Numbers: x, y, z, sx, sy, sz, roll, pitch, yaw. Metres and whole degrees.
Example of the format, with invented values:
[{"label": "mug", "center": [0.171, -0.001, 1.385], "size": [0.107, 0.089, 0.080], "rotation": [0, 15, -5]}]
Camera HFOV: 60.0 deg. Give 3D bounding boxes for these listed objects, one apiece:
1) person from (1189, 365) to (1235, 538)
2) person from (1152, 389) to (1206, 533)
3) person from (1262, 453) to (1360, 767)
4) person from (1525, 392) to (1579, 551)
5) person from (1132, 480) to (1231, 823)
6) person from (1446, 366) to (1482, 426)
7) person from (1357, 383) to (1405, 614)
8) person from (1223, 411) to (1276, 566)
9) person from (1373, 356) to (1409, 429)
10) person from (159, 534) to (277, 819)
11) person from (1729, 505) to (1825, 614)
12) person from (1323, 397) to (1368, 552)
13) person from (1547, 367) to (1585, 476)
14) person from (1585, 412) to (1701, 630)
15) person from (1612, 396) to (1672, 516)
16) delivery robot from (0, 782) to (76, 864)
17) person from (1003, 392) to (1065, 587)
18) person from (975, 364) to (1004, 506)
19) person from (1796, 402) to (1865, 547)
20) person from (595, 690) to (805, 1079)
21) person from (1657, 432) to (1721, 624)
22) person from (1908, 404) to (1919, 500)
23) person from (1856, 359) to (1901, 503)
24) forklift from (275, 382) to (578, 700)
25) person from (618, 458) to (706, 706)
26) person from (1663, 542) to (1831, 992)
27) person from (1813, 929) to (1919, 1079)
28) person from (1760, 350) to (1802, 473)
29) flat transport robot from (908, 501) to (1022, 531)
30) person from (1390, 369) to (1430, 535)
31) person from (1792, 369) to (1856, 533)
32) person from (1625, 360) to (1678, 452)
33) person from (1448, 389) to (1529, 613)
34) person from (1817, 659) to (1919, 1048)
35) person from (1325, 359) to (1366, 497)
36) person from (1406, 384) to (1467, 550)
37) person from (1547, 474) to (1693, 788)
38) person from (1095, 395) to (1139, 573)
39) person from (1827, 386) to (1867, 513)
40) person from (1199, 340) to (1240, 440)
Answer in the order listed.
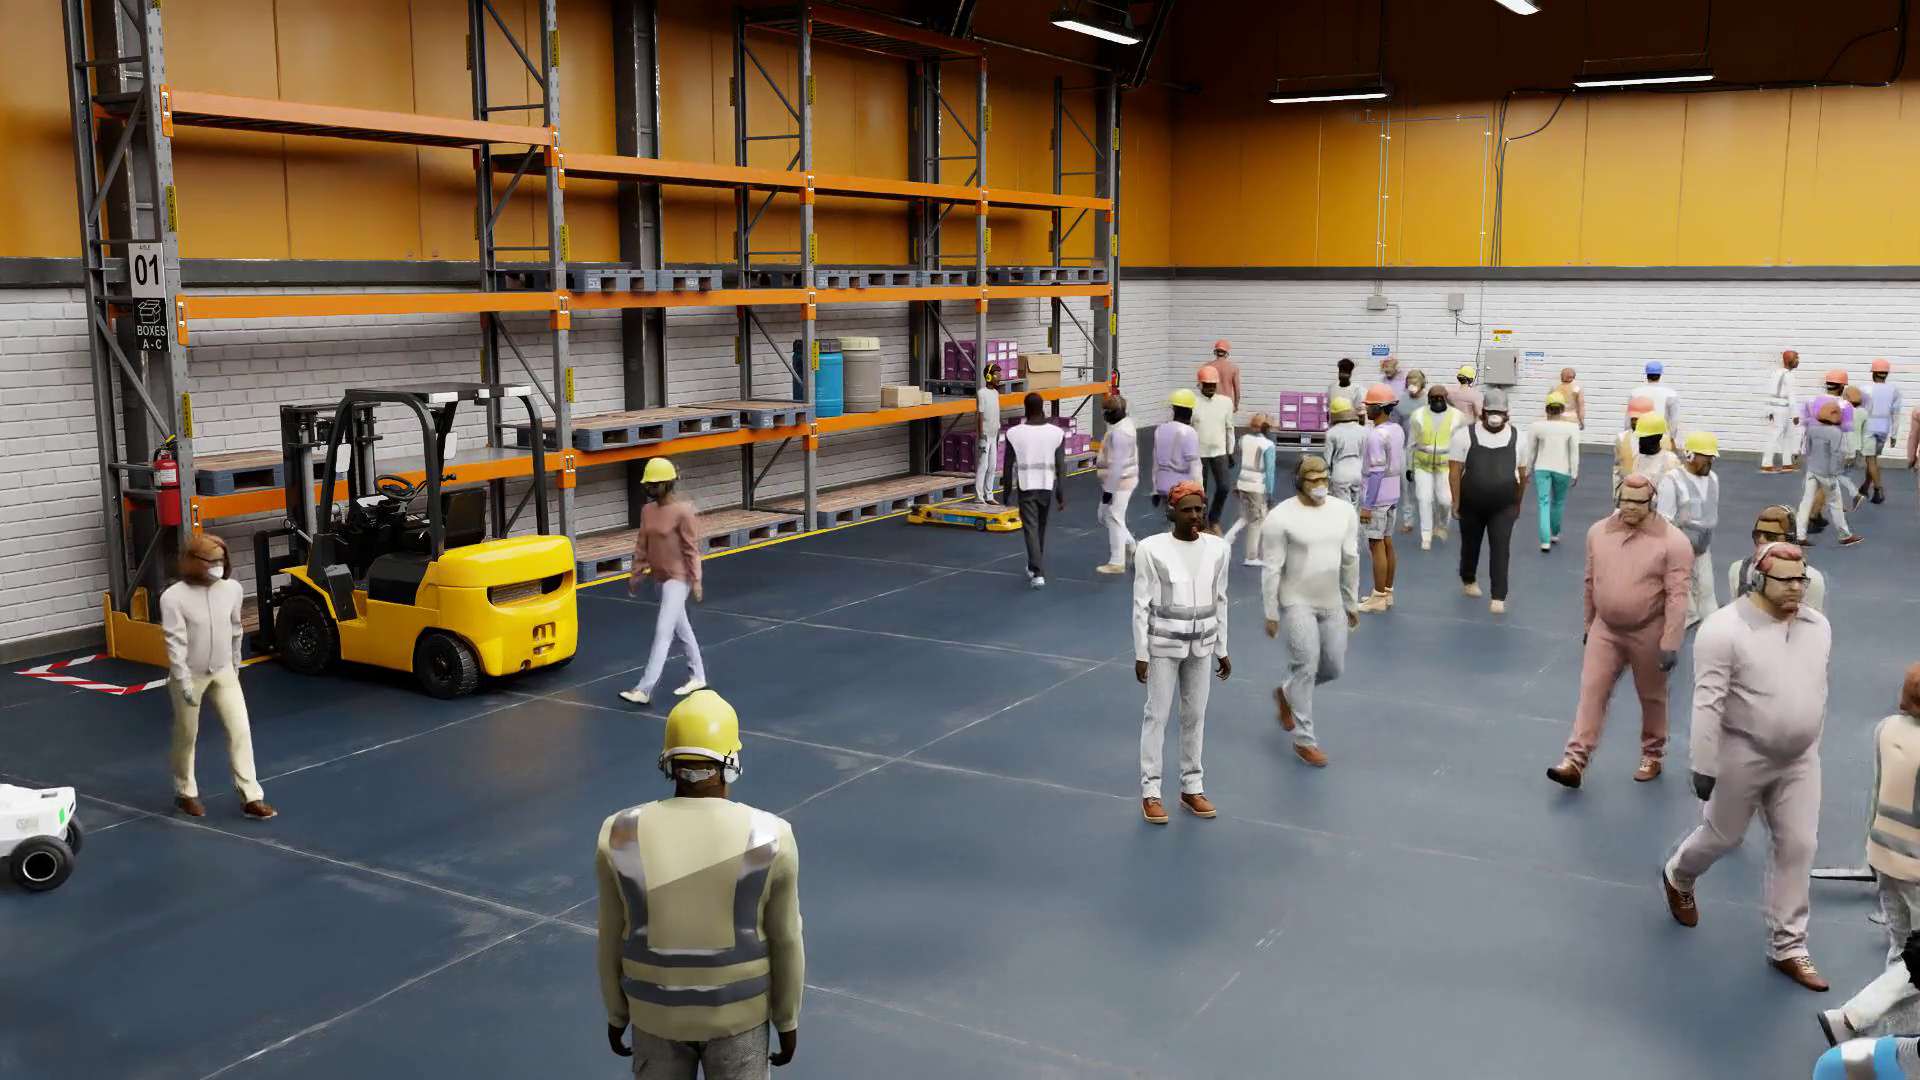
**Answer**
[{"label": "person", "center": [2.798, -0.975, 18.746], "size": [0.659, 1.978, 0.440], "rotation": [-1, 9, -8]}, {"label": "person", "center": [2.090, -0.484, 15.919], "size": [0.468, 1.910, 0.609], "rotation": [-4, 10, -24]}, {"label": "person", "center": [2.146, 0.400, 10.361], "size": [0.640, 1.919, 0.700], "rotation": [-3, 10, -21]}, {"label": "person", "center": [6.462, -0.756, 18.192], "size": [0.549, 1.710, 0.925], "rotation": [3, 10, 17]}, {"label": "person", "center": [1.221, 0.610, 9.157], "size": [0.573, 1.883, 0.354], "rotation": [-3, 10, -18]}, {"label": "person", "center": [6.821, -1.476, 22.543], "size": [0.533, 1.767, 0.313], "rotation": [7, 12, 39]}, {"label": "person", "center": [3.701, -0.368, 14.762], "size": [0.378, 2.045, 0.605], "rotation": [6, 11, 32]}, {"label": "person", "center": [2.943, -0.506, 16.961], "size": [0.481, 1.619, 0.527], "rotation": [-5, 10, -29]}, {"label": "person", "center": [6.010, -1.610, 23.035], "size": [0.437, 1.877, 0.678], "rotation": [-7, 11, -35]}, {"label": "person", "center": [-4.075, 0.767, 9.072], "size": [0.792, 1.596, 0.510], "rotation": [7, 11, 36]}, {"label": "person", "center": [4.334, 0.697, 8.883], "size": [0.940, 1.807, 0.519], "rotation": [-8, 12, -40]}, {"label": "person", "center": [4.046, -0.649, 17.527], "size": [0.523, 1.703, 0.633], "rotation": [-2, 9, -13]}, {"label": "person", "center": [8.987, -1.742, 24.656], "size": [0.365, 1.629, 0.531], "rotation": [-8, 12, -43]}, {"label": "person", "center": [5.827, -0.141, 13.915], "size": [0.965, 1.881, 0.608], "rotation": [-2, 9, -12]}, {"label": "person", "center": [6.117, -0.354, 15.114], "size": [0.536, 1.899, 0.853], "rotation": [9, 12, 43]}, {"label": "delivery robot", "center": [-4.760, 1.383, 8.175], "size": [0.707, 0.478, 0.477], "rotation": [-3, 10, -20]}, {"label": "person", "center": [0.722, -0.495, 16.163], "size": [0.595, 1.866, 1.011], "rotation": [-2, 9, -13]}, {"label": "person", "center": [0.374, -1.313, 21.246], "size": [0.324, 1.860, 0.516], "rotation": [5, 10, 29]}, {"label": "person", "center": [9.561, -0.708, 18.244], "size": [0.801, 1.592, 0.523], "rotation": [-2, 9, -11]}, {"label": "person", "center": [-0.743, 1.338, 4.814], "size": [0.592, 1.824, 0.403], "rotation": [0, 9, -2]}, {"label": "person", "center": [5.764, 0.031, 13.133], "size": [0.623, 1.766, 0.975], "rotation": [-3, 10, -21]}, {"label": "person", "center": [11.069, -0.923, 18.758], "size": [0.674, 1.863, 0.932], "rotation": [6, 11, 33]}, {"label": "person", "center": [12.103, -1.445, 21.981], "size": [0.548, 1.895, 0.973], "rotation": [0, 9, 1]}, {"label": "forklift", "center": [-3.974, -0.067, 12.417], "size": [2.313, 2.155, 1.214], "rotation": [5, 11, 30]}, {"label": "person", "center": [-2.116, 0.291, 11.623], "size": [0.554, 1.719, 0.880], "rotation": [9, 12, 43]}, {"label": "person", "center": [3.468, 0.918, 7.279], "size": [0.653, 1.875, 0.901], "rotation": [-2, 9, -10]}, {"label": "person", "center": [2.044, 1.607, 3.515], "size": [0.540, 1.695, 0.317], "rotation": [3, 9, 16]}, {"label": "person", "center": [12.460, -1.914, 24.995], "size": [0.783, 1.851, 0.603], "rotation": [1, 9, 8]}, {"label": "flat transport robot", "center": [0.146, -0.296, 19.833], "size": [1.431, 0.197, 0.652], "rotation": [6, 11, 33]}, {"label": "person", "center": [5.241, -1.006, 19.138], "size": [0.638, 1.927, 0.437], "rotation": [7, 11, 36]}, {"label": "person", "center": [10.125, -1.040, 19.406], "size": [0.815, 1.900, 0.614], "rotation": [-6, 11, -33]}, {"label": "person", "center": [8.838, -1.340, 21.259], "size": [0.621, 1.921, 0.884], "rotation": [2, 9, 12]}, {"label": "person", "center": [4.776, -0.419, 15.095], "size": [0.691, 2.000, 0.952], "rotation": [3, 9, 16]}, {"label": "person", "center": [3.494, 1.222, 6.164], "size": [0.553, 1.625, 0.521], "rotation": [-1, 9, -5]}, {"label": "person", "center": [5.084, -1.446, 21.947], "size": [0.613, 1.904, 0.987], "rotation": [7, 11, 37]}, {"label": "person", "center": [5.205, -0.802, 18.204], "size": [0.628, 1.816, 0.498], "rotation": [3, 10, 18]}, {"label": "person", "center": [3.865, 0.546, 9.658], "size": [0.998, 1.853, 0.662], "rotation": [-9, 13, -44]}, {"label": "person", "center": [1.565, -0.545, 16.610], "size": [0.431, 1.816, 0.653], "rotation": [1, 9, 6]}, {"label": "person", "center": [11.093, -1.105, 20.702], "size": [0.504, 1.617, 0.565], "rotation": [-3, 10, -17]}, {"label": "person", "center": [4.125, -2.177, 26.336], "size": [0.617, 1.949, 0.959], "rotation": [3, 10, 18]}]
